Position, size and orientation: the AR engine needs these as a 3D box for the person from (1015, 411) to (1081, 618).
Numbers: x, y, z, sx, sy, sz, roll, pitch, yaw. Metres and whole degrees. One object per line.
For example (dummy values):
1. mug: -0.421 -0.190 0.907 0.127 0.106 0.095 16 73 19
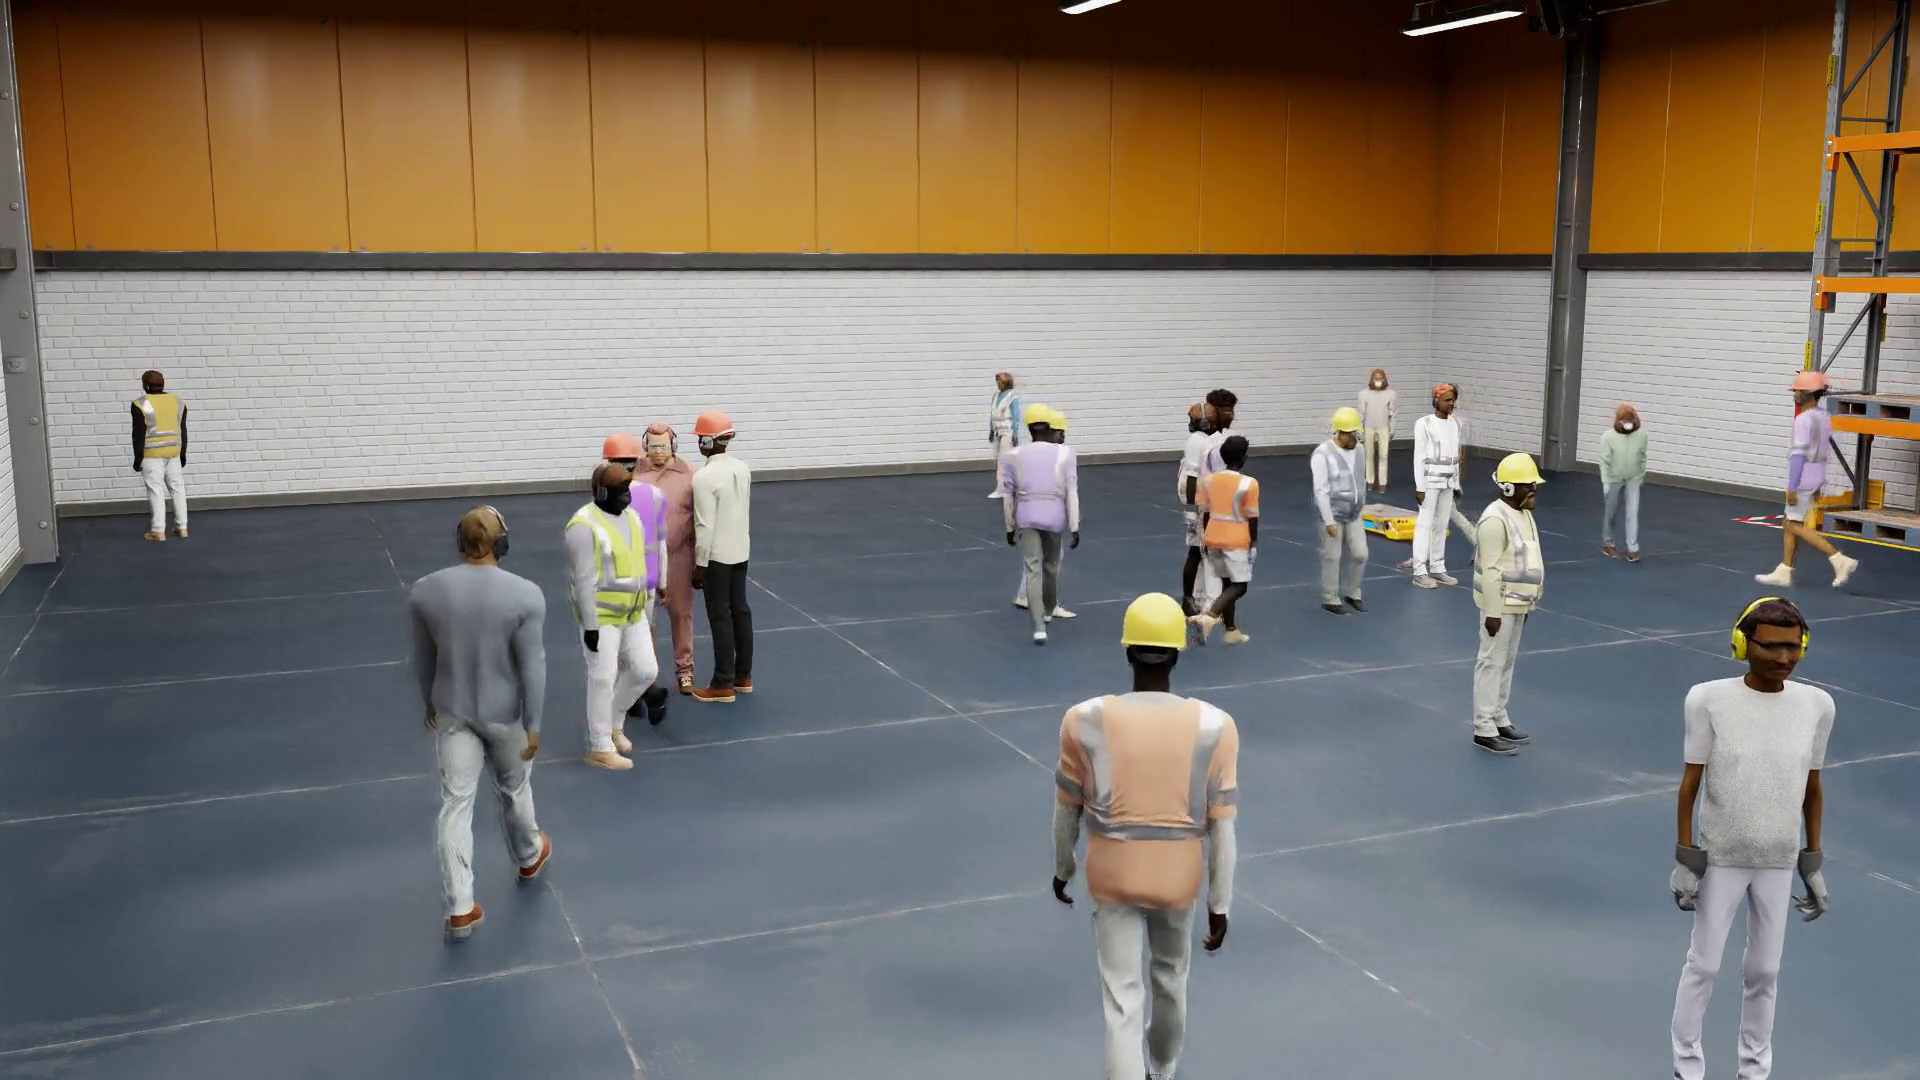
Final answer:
1. person: 0.721 -0.227 14.122 0.569 1.742 0.543 2 10 14

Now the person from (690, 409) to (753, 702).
1. person: -1.640 0.106 11.333 0.390 1.995 0.613 4 10 24

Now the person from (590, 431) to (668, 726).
1. person: -2.081 0.263 10.666 0.547 1.917 0.727 -8 12 -41

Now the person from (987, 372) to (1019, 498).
1. person: 0.618 -1.351 21.287 0.628 1.619 0.520 -5 11 -30

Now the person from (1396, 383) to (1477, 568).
1. person: 4.801 -0.623 16.253 0.915 1.841 0.521 1 9 4

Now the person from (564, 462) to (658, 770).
1. person: -2.048 0.449 9.791 0.438 1.830 0.632 5 11 28

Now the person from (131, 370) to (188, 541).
1. person: -8.672 -0.918 18.007 0.429 1.841 0.634 6 11 30

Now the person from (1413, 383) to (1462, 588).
1. person: 4.418 -0.502 15.362 0.573 1.883 0.356 -6 11 -33

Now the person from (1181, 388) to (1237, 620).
1. person: 2.064 -0.285 13.826 0.395 1.952 0.701 9 13 43

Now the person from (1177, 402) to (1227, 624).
1. person: 2.020 -0.224 13.819 0.430 1.839 0.619 -2 10 -10

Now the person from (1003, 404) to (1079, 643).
1. person: 0.644 -0.156 13.335 0.600 1.856 1.044 0 9 1

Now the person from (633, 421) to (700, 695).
1. person: -2.058 0.132 11.464 0.640 1.904 0.409 -1 9 -5

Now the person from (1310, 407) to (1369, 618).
1. person: 3.194 -0.217 13.925 0.618 1.800 0.462 -5 11 -28

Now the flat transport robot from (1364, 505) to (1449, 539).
1. flat transport robot: 4.737 -0.220 18.527 0.652 0.197 1.431 -4 10 -20

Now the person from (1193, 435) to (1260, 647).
1. person: 2.023 0.031 12.772 0.661 1.675 0.531 -8 12 -40

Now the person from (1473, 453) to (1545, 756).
1. person: 3.357 0.377 10.181 0.404 1.834 0.591 7 12 35

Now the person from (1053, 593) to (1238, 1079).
1. person: 0.610 1.103 5.643 0.591 1.886 0.945 0 9 -1

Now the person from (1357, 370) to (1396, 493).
1. person: 5.424 -1.408 21.686 0.500 1.605 0.741 2 10 13

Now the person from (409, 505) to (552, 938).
1. person: -2.171 0.777 7.606 0.649 1.887 1.013 0 9 1

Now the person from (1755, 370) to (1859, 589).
1. person: 7.772 -0.529 15.134 0.818 2.022 0.630 8 13 42

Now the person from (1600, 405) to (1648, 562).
1. person: 6.638 -0.562 16.627 0.508 1.566 0.844 0 9 2

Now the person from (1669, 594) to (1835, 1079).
1. person: 2.695 1.104 5.674 0.510 1.871 0.329 1 9 3
